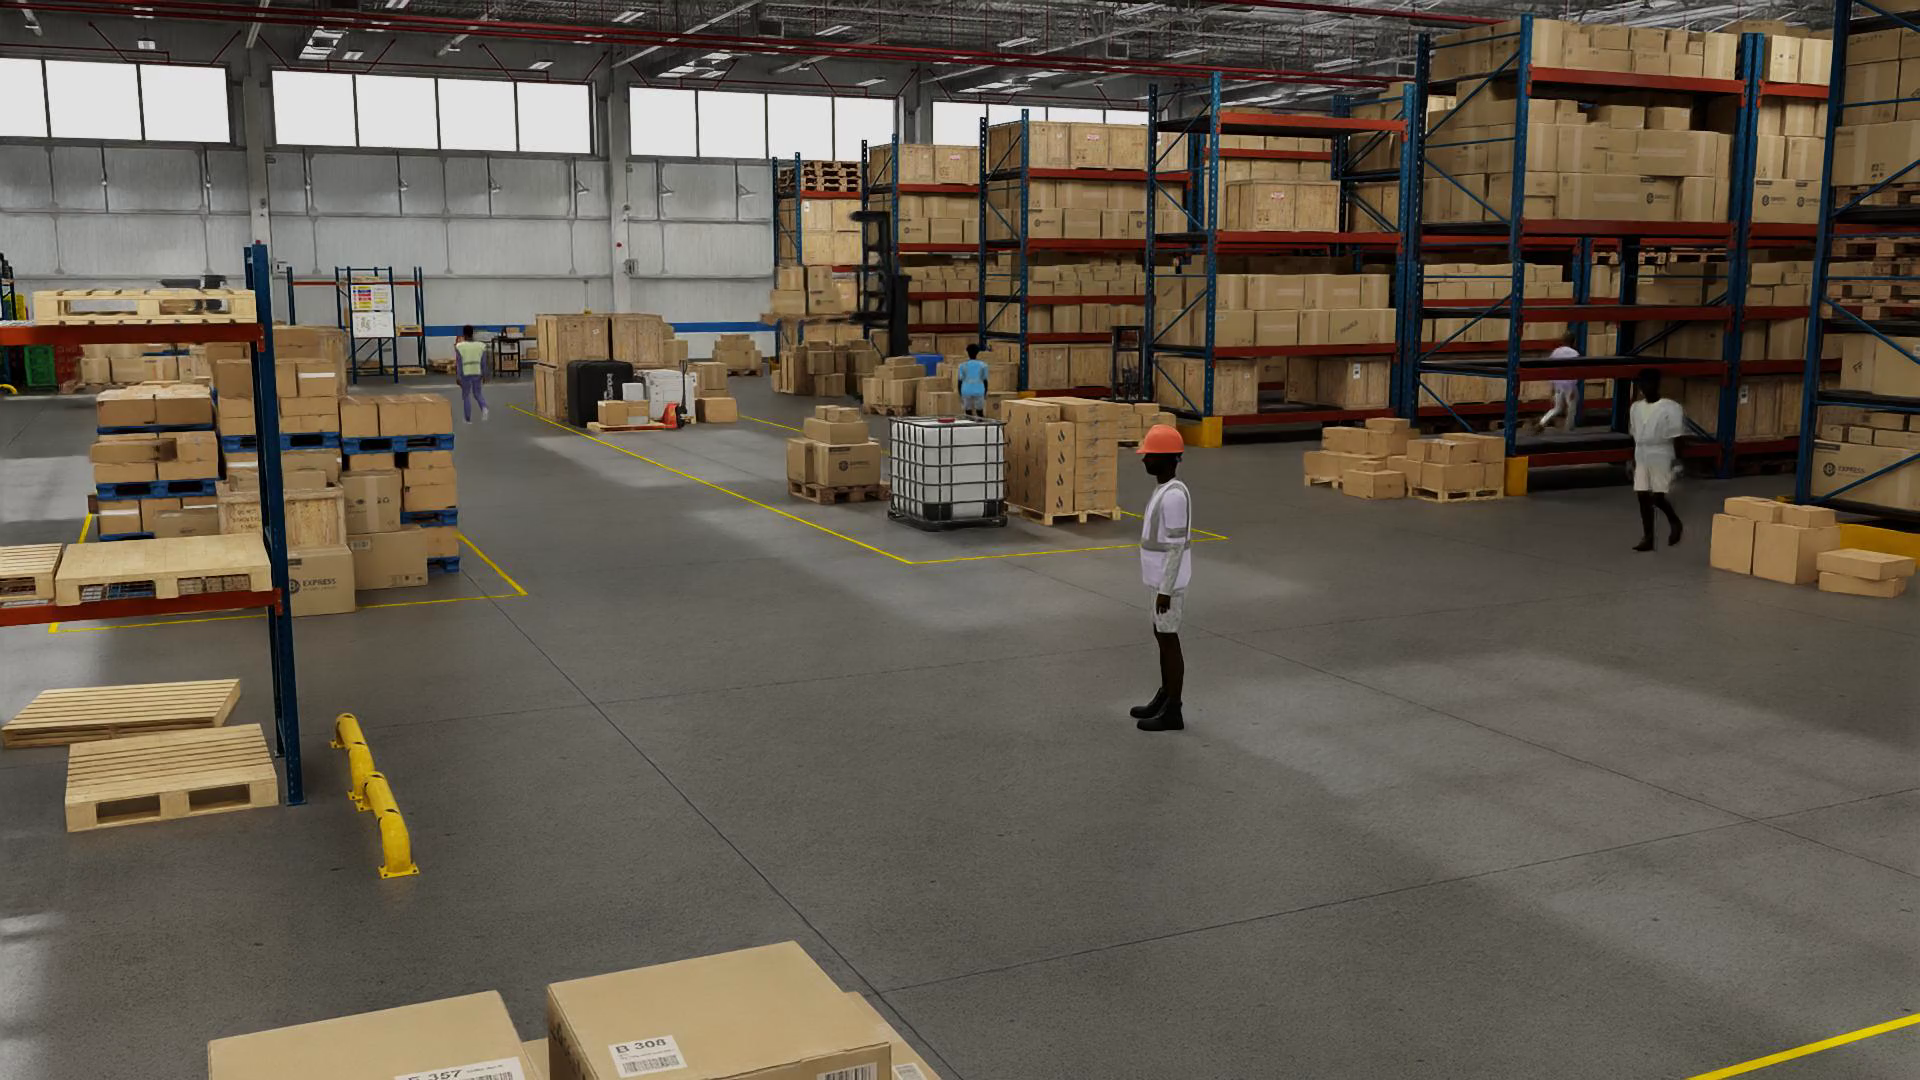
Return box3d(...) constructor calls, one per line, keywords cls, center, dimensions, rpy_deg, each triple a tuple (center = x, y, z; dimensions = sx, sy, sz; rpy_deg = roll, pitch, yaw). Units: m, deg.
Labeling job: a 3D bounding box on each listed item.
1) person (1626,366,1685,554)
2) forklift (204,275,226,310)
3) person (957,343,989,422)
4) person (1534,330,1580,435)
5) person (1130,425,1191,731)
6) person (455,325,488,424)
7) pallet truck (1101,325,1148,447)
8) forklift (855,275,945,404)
box3d(cls="person", center=(7.175, -0.824, 17.113), dimensions=(0.566, 1.941, 0.609), rpy_deg=(-5, 10, -26))
box3d(cls="forklift", center=(-16.467, -4.479, 36.873), dimensions=(1.873, 2.768, 1.129), rpy_deg=(-4, 10, -25))
box3d(cls="person", center=(0.211, -2.496, 28.252), dimensions=(0.548, 1.689, 0.379), rpy_deg=(-1, 9, -8))
box3d(cls="person", center=(10.141, -2.573, 28.044), dimensions=(0.779, 1.918, 0.633), rpy_deg=(-3, 10, -18))
box3d(cls="person", center=(1.277, 0.239, 10.520), dimensions=(0.356, 1.939, 0.543), rpy_deg=(0, 9, 0))
box3d(cls="person", center=(-9.275, -3.141, 31.627), dimensions=(0.598, 1.904, 0.616), rpy_deg=(-8, 12, -39))
box3d(cls="pallet truck", center=(2.881, -2.596, 27.923), dimensions=(0.823, 1.965, 1.885), rpy_deg=(-1, 9, -7))
box3d(cls="forklift", center=(-1.321, -4.433, 36.590), dimensions=(1.873, 2.768, 1.129), rpy_deg=(-2, 9, -11))
